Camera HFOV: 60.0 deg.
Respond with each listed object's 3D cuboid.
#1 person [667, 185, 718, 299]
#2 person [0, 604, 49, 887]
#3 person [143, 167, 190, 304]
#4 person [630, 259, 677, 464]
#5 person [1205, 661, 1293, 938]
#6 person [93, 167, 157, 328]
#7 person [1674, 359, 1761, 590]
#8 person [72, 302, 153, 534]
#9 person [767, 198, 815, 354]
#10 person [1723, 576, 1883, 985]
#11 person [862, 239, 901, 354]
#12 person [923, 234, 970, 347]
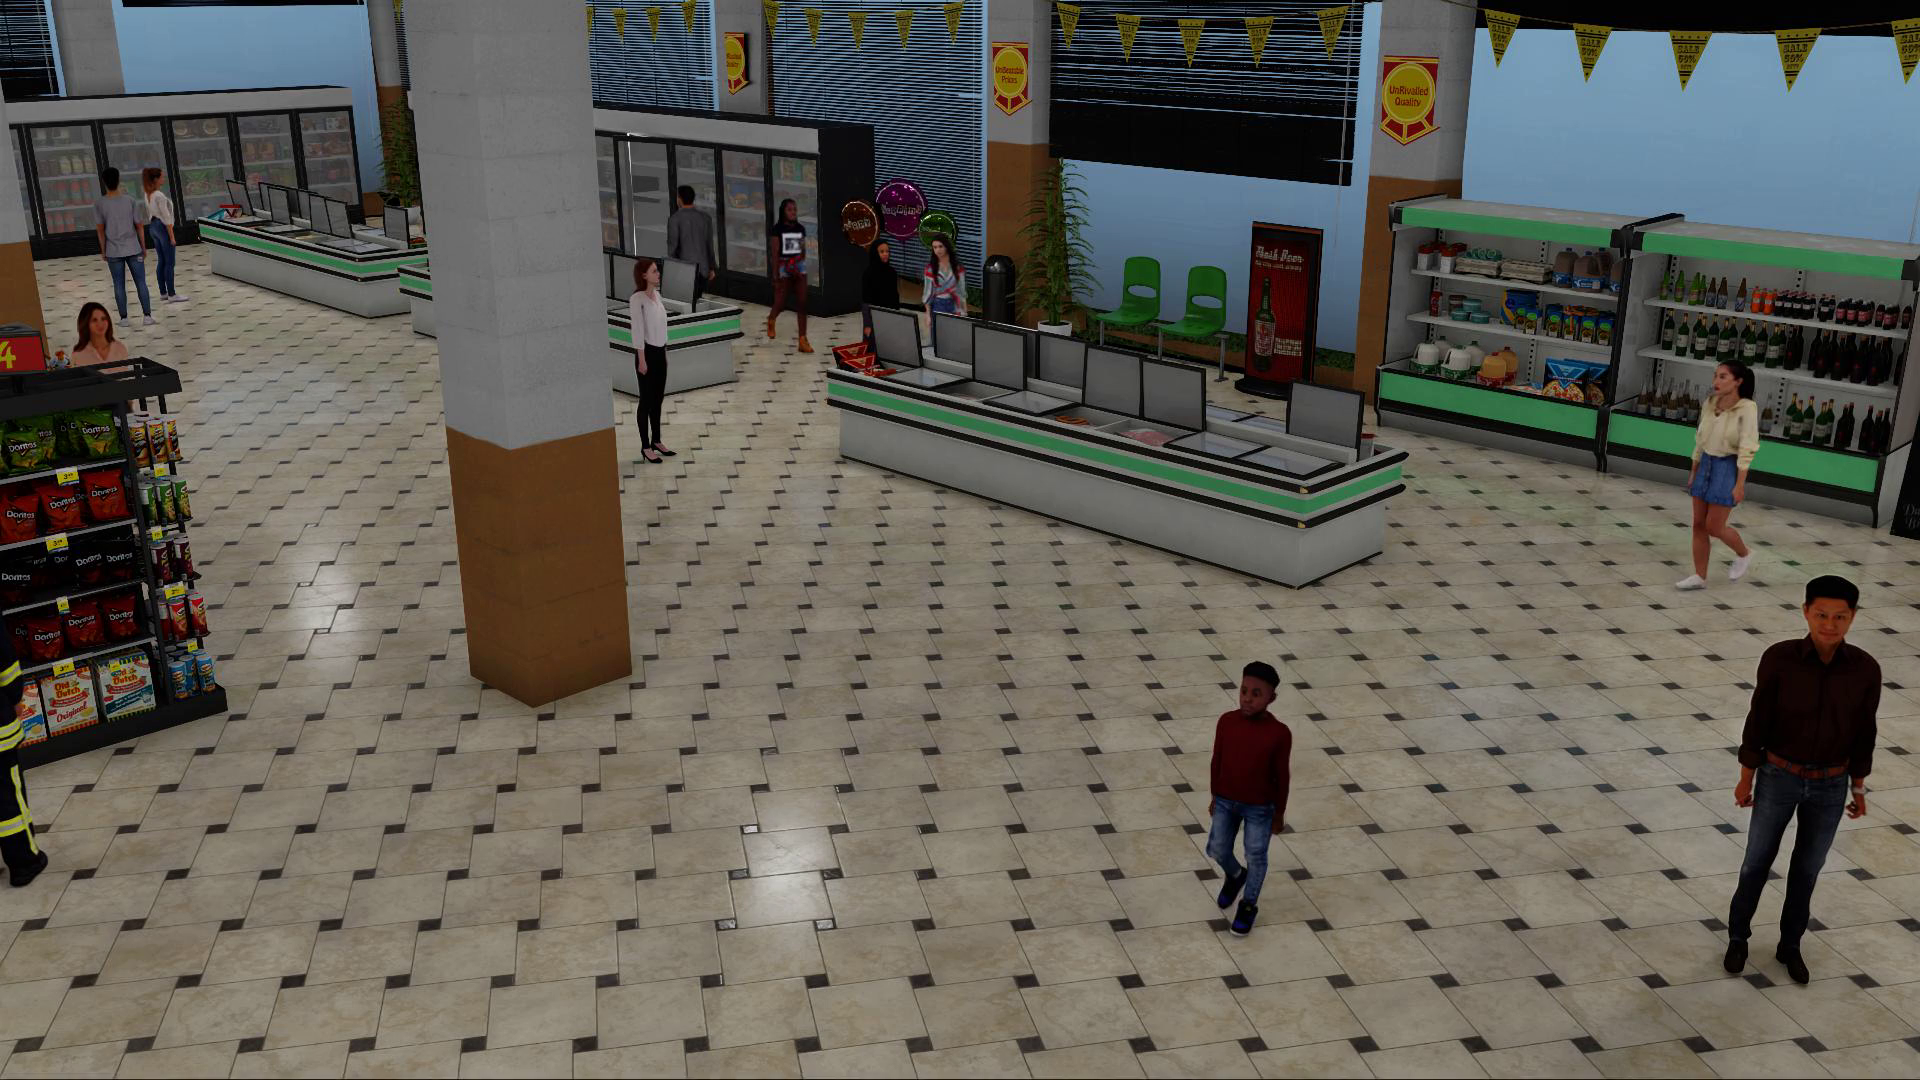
[{"bbox_3d":[-2.919,-2.961,18.456,0.814,1.831,1.237,-15,24,-37],"label":"person"},{"bbox_3d":[-4.558,0.708,7.529,0.871,1.861,0.895,-4,19,-11],"label":"person"},{"bbox_3d":[-10.377,-3.973,21.634,0.467,1.719,0.682,15,24,38],"label":"person"},{"bbox_3d":[-2.678,-1.558,14.416,0.649,1.756,0.668,6,20,19],"label":"person"},{"bbox_3d":[1.282,1.103,7.315,0.574,1.251,0.639,11,21,28],"label":"person"},{"bbox_3d":[-10.093,-3.531,20.056,0.738,1.890,0.685,-9,21,-25],"label":"person"},{"bbox_3d":[5.207,-0.428,11.269,0.875,1.624,0.830,-6,19,-16],"label":"person"},{"bbox_3d":[-6.404,-0.882,12.432,1.153,1.742,0.589,17,25,41],"label":"person"},{"bbox_3d":[-1.961,-2.954,18.623,0.715,1.712,1.013,-14,23,-36],"label":"person"},{"bbox_3d":[3.462,0.981,6.848,0.639,1.780,0.782,5,19,15],"label":"person"},{"bbox_3d":[-0.776,-2.170,16.452,0.604,1.614,0.584,-16,24,-40],"label":"person"},{"bbox_3d":[-0.187,-2.302,16.882,0.721,1.590,0.723,-6,20,-17],"label":"person"}]
